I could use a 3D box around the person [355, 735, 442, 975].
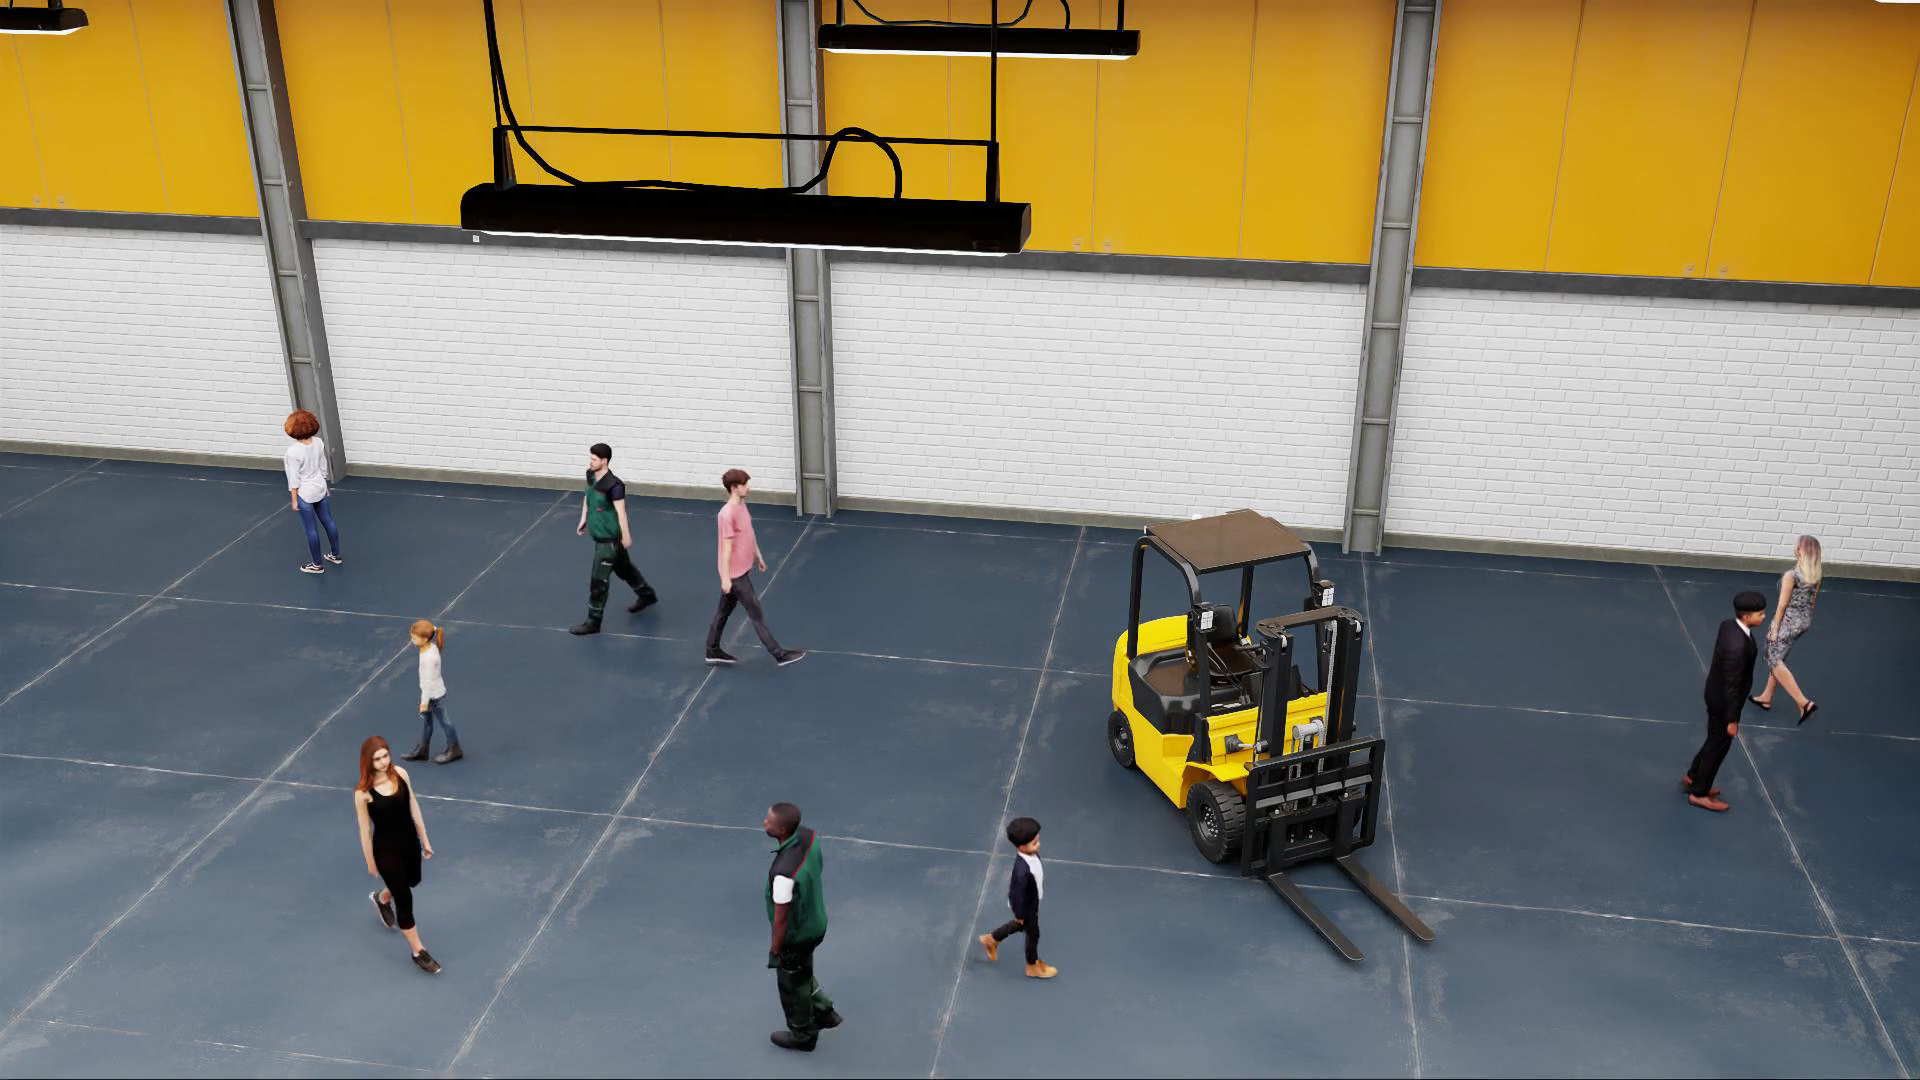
[{"bbox_3d":[-3.837,2.051,11.210,1.146,1.705,0.870,16,28,33],"label":"person"}]

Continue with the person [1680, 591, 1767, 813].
[{"bbox_3d":[5.900,1.217,12.902,0.645,1.878,0.765,8,25,18],"label":"person"}]

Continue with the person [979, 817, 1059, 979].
[{"bbox_3d":[0.389,2.370,11.092,0.756,1.213,0.497,5,24,11],"label":"person"}]

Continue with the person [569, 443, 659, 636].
[{"bbox_3d":[-3.270,-0.062,15.851,1.272,1.859,1.227,-17,29,-33],"label":"person"}]

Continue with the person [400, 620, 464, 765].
[{"bbox_3d":[-4.232,1.238,13.567,0.800,1.307,0.696,-9,25,-20],"label":"person"}]

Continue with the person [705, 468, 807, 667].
[{"bbox_3d":[-2.109,0.285,14.993,1.198,1.911,0.727,2,24,5],"label":"person"}]

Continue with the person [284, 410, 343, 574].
[{"bbox_3d":[-6.654,-0.514,17.068,0.703,1.712,0.709,11,26,24],"label":"person"}]

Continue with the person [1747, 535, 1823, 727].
[{"bbox_3d":[7.108,0.789,14.121,0.987,1.685,0.945,-9,25,-20],"label":"person"}]

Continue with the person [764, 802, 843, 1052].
[{"bbox_3d":[-0.927,2.406,10.243,0.694,1.829,0.718,6,24,12],"label":"person"}]
